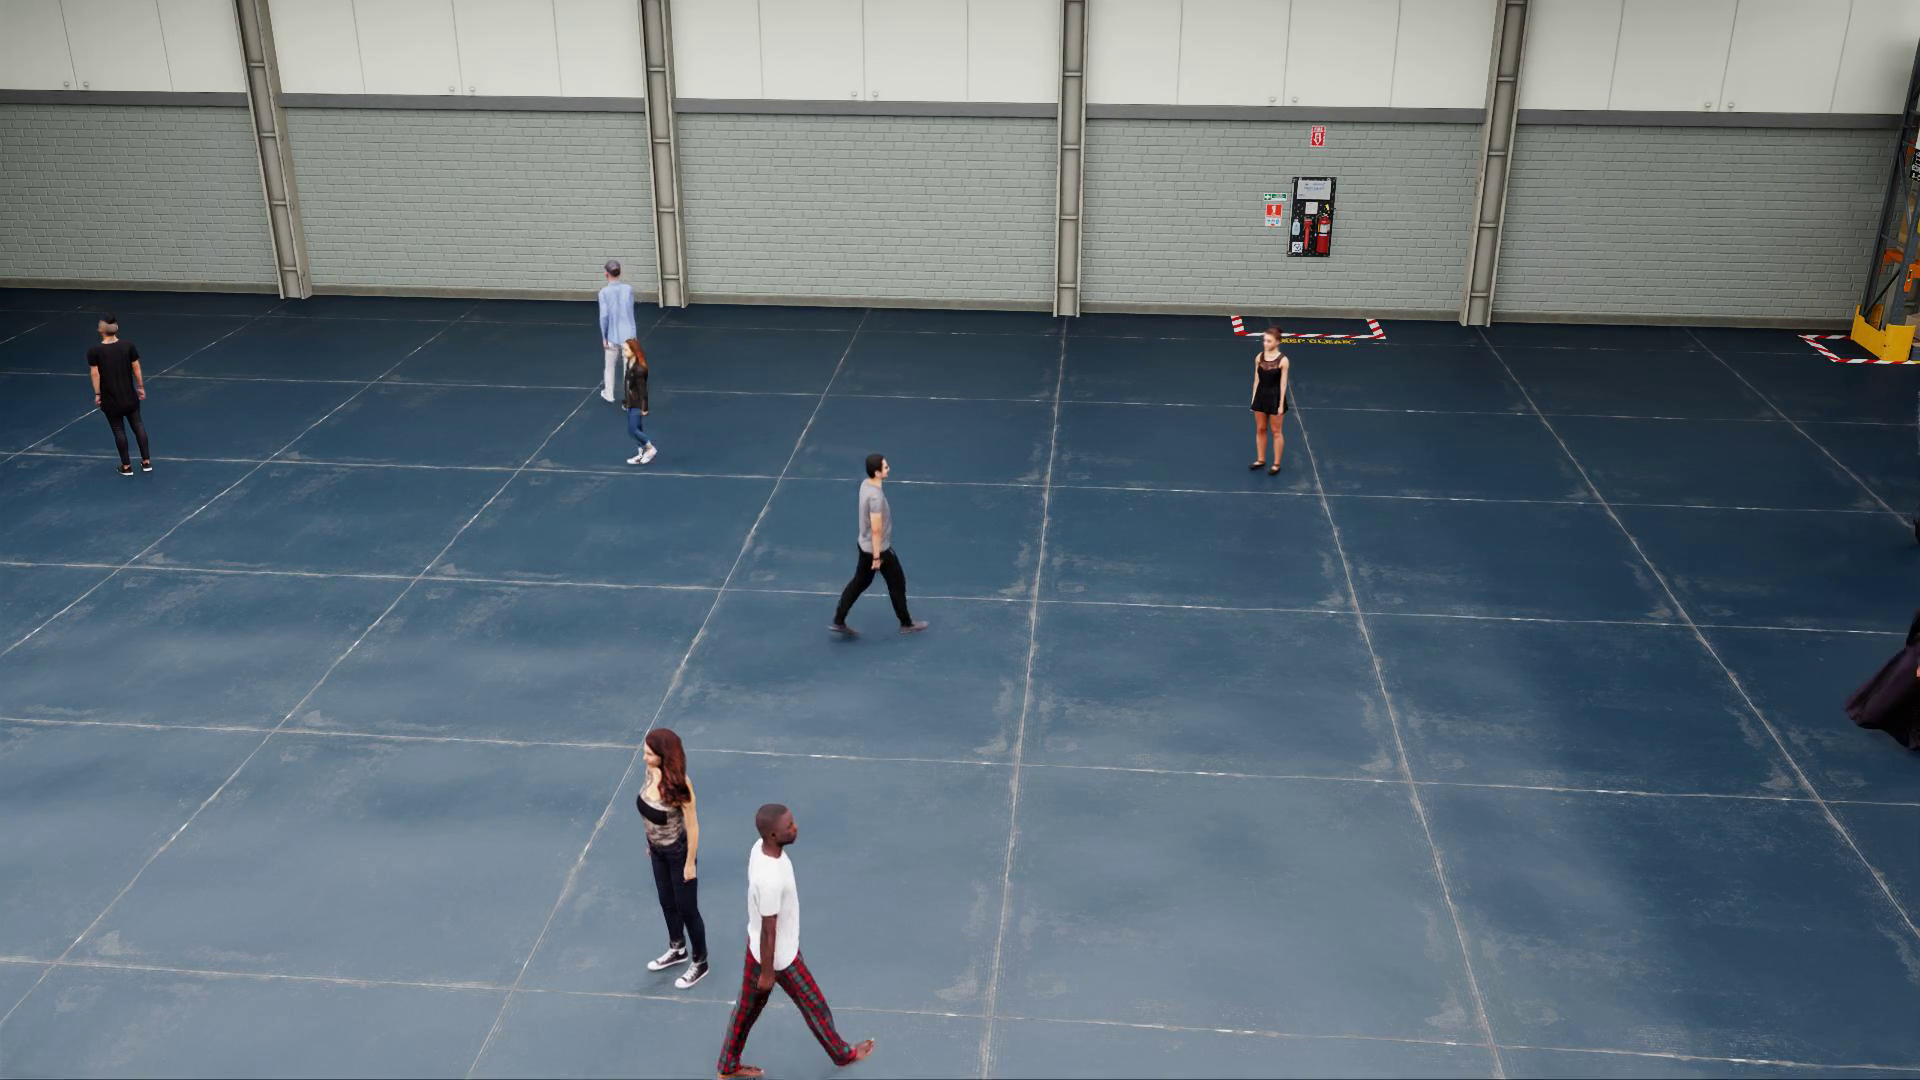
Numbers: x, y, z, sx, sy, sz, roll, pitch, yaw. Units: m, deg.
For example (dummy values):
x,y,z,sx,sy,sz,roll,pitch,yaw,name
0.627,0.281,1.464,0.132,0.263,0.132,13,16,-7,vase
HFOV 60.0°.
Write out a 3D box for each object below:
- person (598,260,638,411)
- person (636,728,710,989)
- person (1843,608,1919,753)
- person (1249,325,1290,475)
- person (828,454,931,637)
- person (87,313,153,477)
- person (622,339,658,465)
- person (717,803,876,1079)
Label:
x,y,z,sx,sy,sz,roll,pitch,yaw,name
-4.139,-2.468,20.414,1.026,1.864,1.012,-12,26,-26,person
-1.752,1.929,10.196,0.682,1.769,0.760,21,31,40,person
7.525,0.919,12.783,1.111,1.603,1.093,-14,27,-30,person
3.462,-1.567,18.534,0.669,1.678,0.748,19,30,38,person
-0.829,0.078,14.601,1.231,1.728,0.958,-8,24,-19,person
-9.337,-1.637,18.474,0.771,1.854,0.819,-20,30,-39,person
-3.592,-1.564,18.787,0.710,1.474,0.671,-13,26,-28,person
-1.118,2.303,9.302,1.227,1.780,0.915,-5,24,-12,person
